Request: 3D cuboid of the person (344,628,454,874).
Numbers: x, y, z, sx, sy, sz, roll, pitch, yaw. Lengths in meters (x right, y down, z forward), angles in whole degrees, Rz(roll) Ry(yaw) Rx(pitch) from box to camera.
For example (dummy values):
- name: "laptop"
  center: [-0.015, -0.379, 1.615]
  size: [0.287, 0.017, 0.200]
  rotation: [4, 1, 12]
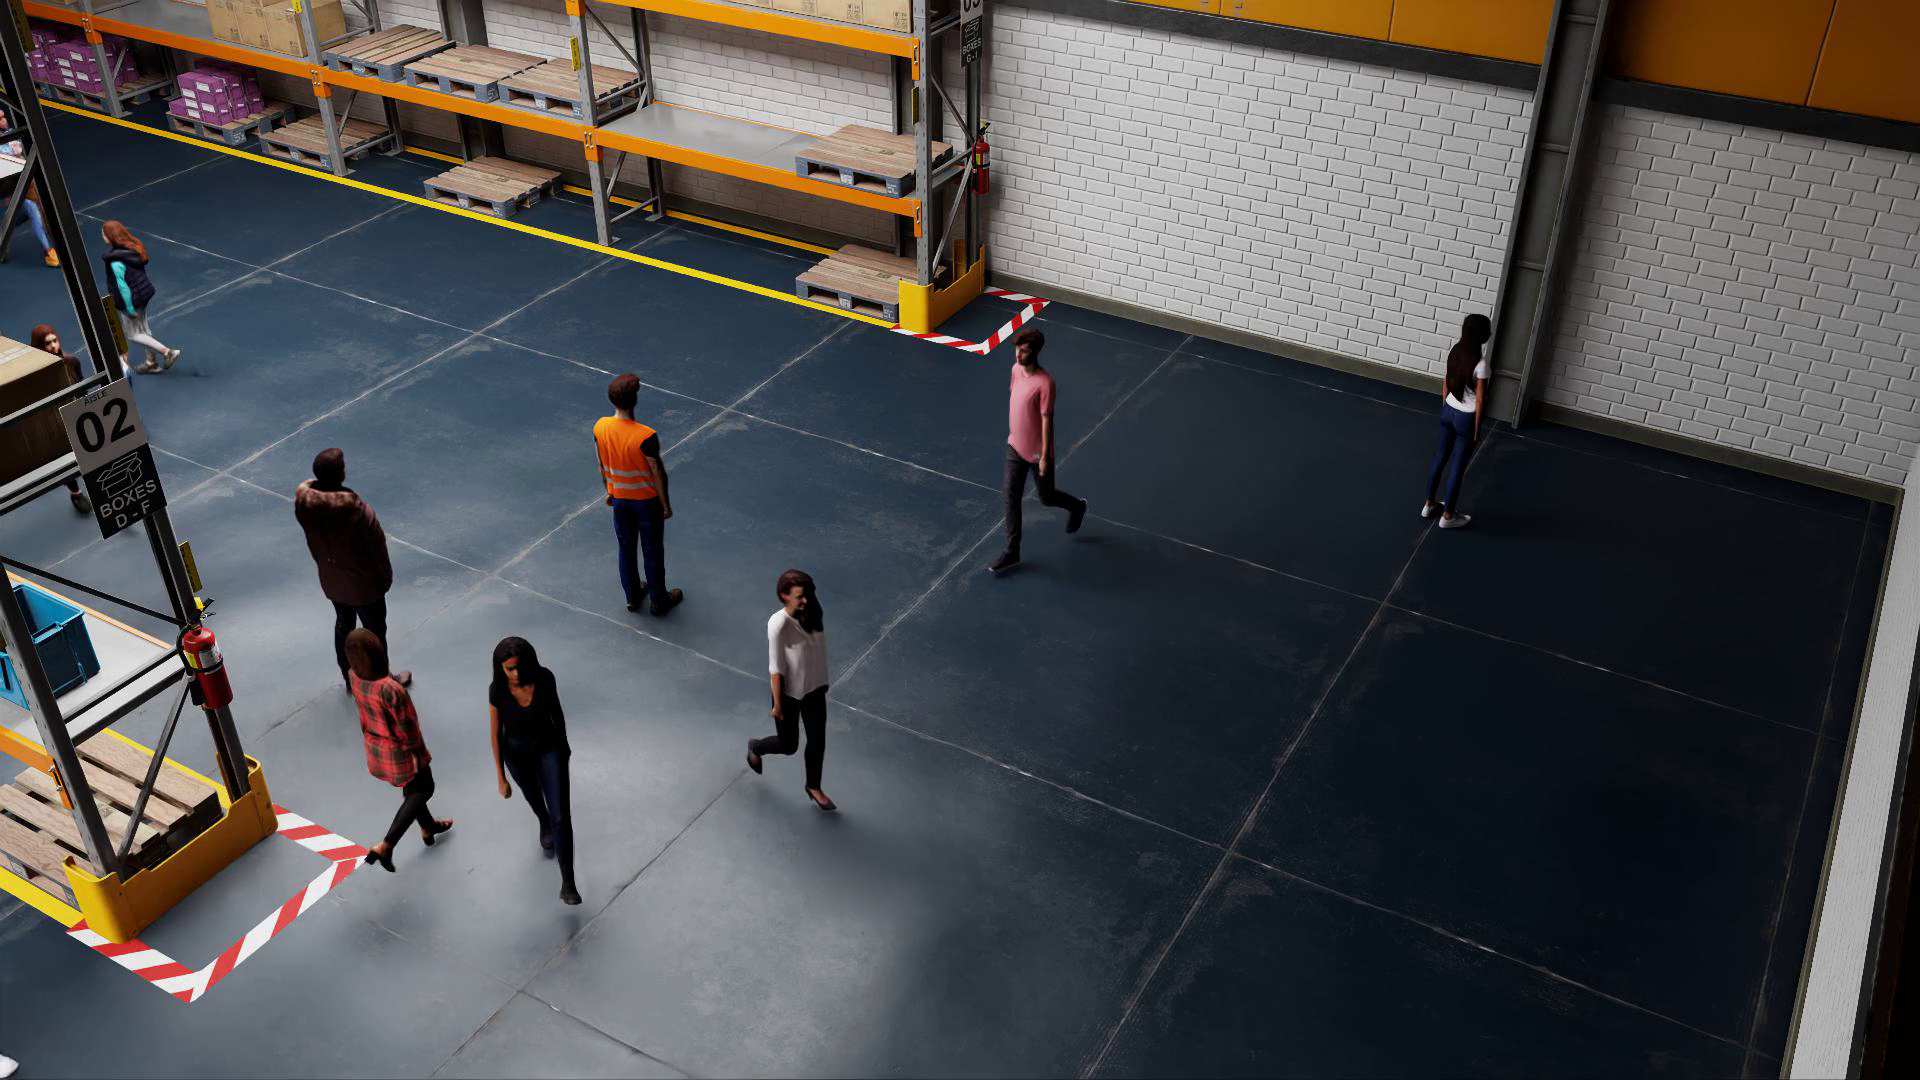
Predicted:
- name: "person"
  center: [-3.335, 1.250, 9.662]
  size: [0.843, 1.676, 0.702]
  rotation: [21, 39, 29]

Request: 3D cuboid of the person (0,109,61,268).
- name: "person"
  center: [-9.651, -3.579, 16.916]
  size: [1.141, 1.688, 0.911]
  rotation: [2, 34, 4]

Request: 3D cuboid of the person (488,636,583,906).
- name: "person"
  center: [-2.499, 1.221, 9.695]
  size: [1.072, 1.688, 1.192]
  rotation: [-11, 35, -17]

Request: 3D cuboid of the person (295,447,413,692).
- name: "person"
  center: [-4.048, 0.235, 11.042]
  size: [0.644, 1.839, 0.849]
  rotation: [12, 35, 17]

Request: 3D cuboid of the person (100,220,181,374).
- name: "person"
  center: [-7.382, -2.171, 14.979]
  size: [0.823, 1.488, 0.741]
  rotation: [0, 34, -1]

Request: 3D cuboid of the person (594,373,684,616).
- name: "person"
  center: [-2.308, -0.312, 11.822]
  size: [0.626, 1.887, 0.789]
  rotation: [11, 35, 16]

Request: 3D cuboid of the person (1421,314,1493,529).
- name: "person"
  center: [3.853, -0.920, 12.838]
  size: [0.728, 1.775, 0.639]
  rotation: [-14, 36, -20]

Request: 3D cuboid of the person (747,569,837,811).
- name: "person"
  center: [-1.051, 0.889, 10.112]
  size: [0.931, 1.781, 0.684]
  rotation: [23, 40, 31]

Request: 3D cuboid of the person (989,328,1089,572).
- name: "person"
  center: [0.611, -0.698, 12.363]
  size: [0.939, 1.930, 1.197]
  rotation: [-26, 42, -34]
